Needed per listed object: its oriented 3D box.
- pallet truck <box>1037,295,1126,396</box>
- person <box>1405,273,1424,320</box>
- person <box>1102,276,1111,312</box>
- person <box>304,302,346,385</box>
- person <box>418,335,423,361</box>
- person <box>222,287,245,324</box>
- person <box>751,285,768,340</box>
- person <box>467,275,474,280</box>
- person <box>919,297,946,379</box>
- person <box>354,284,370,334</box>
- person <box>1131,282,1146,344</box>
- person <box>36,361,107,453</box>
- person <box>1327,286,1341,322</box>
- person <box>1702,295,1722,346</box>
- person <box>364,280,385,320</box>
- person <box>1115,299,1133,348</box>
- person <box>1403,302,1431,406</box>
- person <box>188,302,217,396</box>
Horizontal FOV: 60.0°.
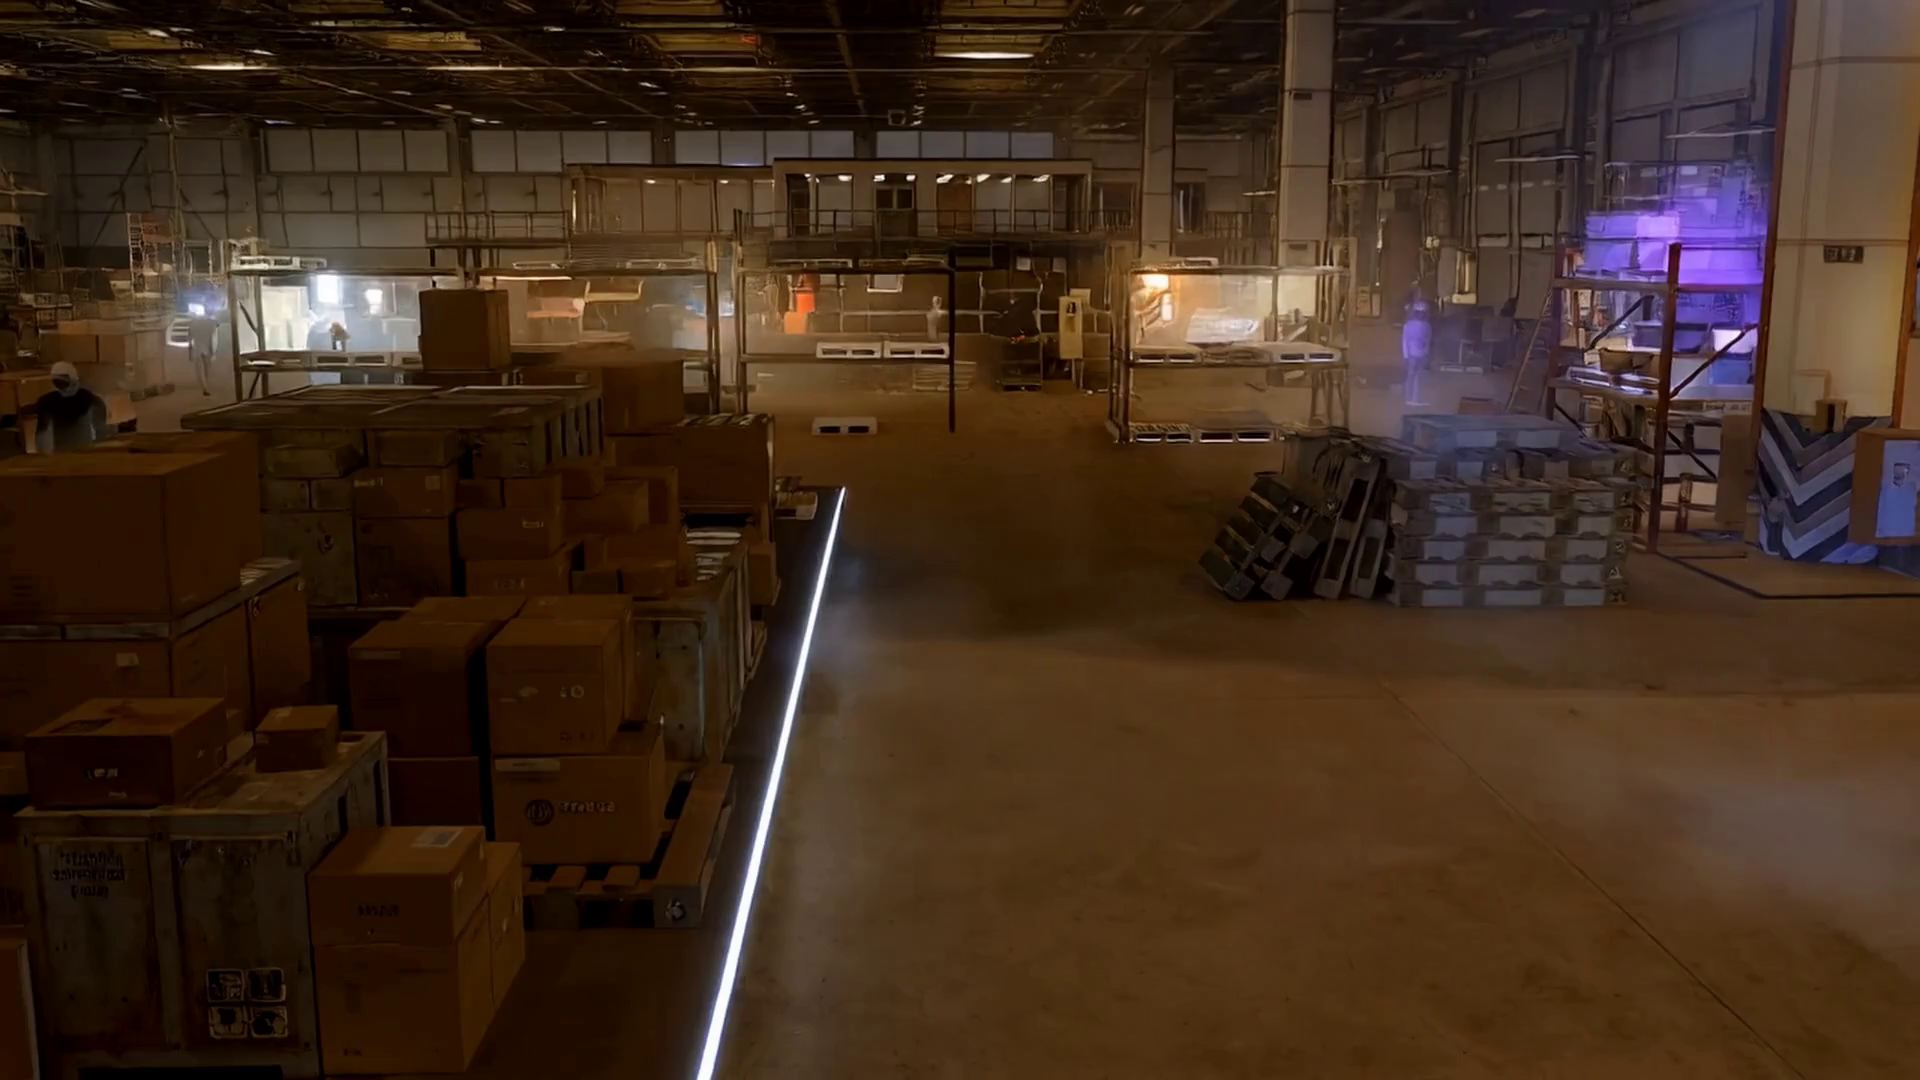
[{"bbox_3d":[2.483,-3.881,33.060,1.885,1.965,0.823,-7,13,-36],"label":"pallet truck"},{"bbox_3d":[15.359,-8.012,56.172,0.628,1.958,0.640,2,10,10],"label":"person"},{"bbox_3d":[6.266,-10.591,70.765,0.355,1.883,0.575,-3,11,-15],"label":"person"},{"bbox_3d":[-10.680,-2.972,27.876,0.688,2.000,0.539,1,10,5],"label":"person"},{"bbox_3d":[-8.323,-2.650,26.519,0.585,1.882,0.343,2,10,11],"label":"person"},{"bbox_3d":[-18.402,-5.502,42.323,0.611,1.926,0.989,1,10,8],"label":"person"},{"bbox_3d":[-6.270,-7.048,51.496,0.825,1.715,0.488,9,13,40],"label":"person"},{"bbox_3d":[-20.322,-10.216,68.775,0.507,1.847,0.343,-2,10,-10],"label":"person"},{"bbox_3d":[-0.582,-4.449,36.727,0.964,1.829,0.535,-10,14,-43],"label":"person"},{"bbox_3d":[-18.446,-7.003,51.212,0.539,1.717,0.910,6,12,32],"label":"person"},{"bbox_3d":[5.290,-6.781,49.695,0.431,1.835,0.624,8,13,37],"label":"person"},{"bbox_3d":[-8.520,-0.780,16.050,0.638,1.910,0.896,0,10,-2],"label":"person"},{"bbox_3d":[10.466,-6.160,46.321,0.634,1.789,0.968,-10,14,-44],"label":"person"},{"bbox_3d":[15.919,-4.242,35.265,0.377,1.929,0.585,10,14,44],"label":"person"},{"bbox_3d":[-17.720,-6.926,50.425,0.611,1.853,1.006,-1,10,-4],"label":"person"},{"bbox_3d":[3.388,-4.109,34.619,0.384,1.906,0.692,-4,11,-20],"label":"person"},{"bbox_3d":[8.470,-3.439,30.793,0.383,1.928,0.588,-8,13,-36],"label":"person"},{"bbox_3d":[-15.009,-3.784,32.966,0.521,1.847,0.841,-7,12,-34],"label":"person"}]
